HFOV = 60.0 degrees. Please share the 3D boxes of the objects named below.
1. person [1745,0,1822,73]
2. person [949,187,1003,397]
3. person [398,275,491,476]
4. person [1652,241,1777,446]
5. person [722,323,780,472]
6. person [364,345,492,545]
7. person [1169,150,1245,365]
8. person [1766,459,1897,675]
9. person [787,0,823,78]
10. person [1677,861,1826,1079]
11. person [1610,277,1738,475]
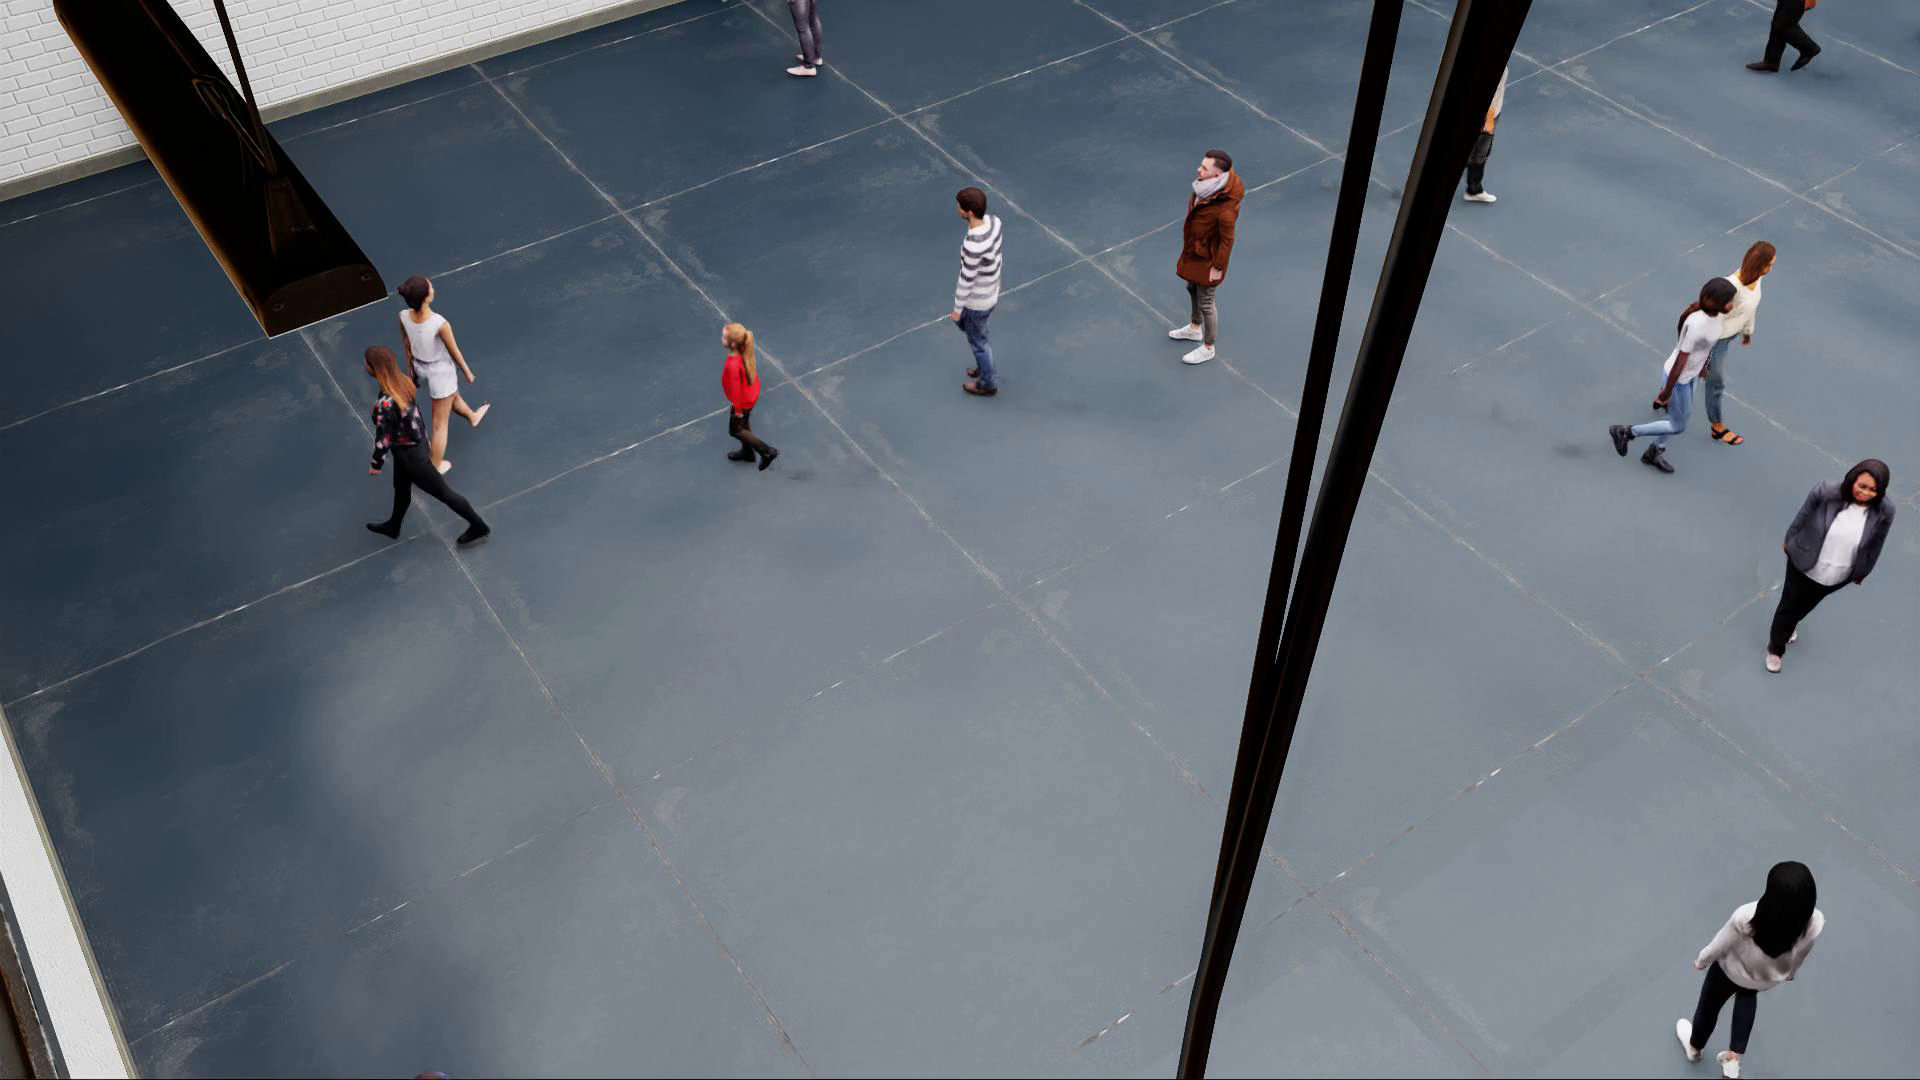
[{"bbox_3d":[8.362,-5.473,16.333,1.033,1.905,0.961,4,44,4],"label":"person"},{"bbox_3d":[0.241,-1.830,12.565,0.860,1.829,0.780,15,46,15],"label":"person"},{"bbox_3d":[-3.828,-1.148,12.041,0.930,1.564,1.145,17,46,17],"label":"person"},{"bbox_3d":[5.564,-1.559,12.406,0.821,1.655,0.953,34,53,30],"label":"person"},{"bbox_3d":[-1.538,-1.034,12.134,0.755,1.271,0.696,7,44,7],"label":"person"},{"bbox_3d":[-3.665,-0.589,11.407,1.182,1.628,0.950,-5,44,-5],"label":"person"},{"bbox_3d":[1.927,-2.223,12.971,0.827,1.837,0.814,-9,44,-10],"label":"person"},{"bbox_3d":[5.592,0.078,10.747,0.982,1.573,1.068,12,45,12],"label":"person"},{"bbox_3d":[-1.557,-5.472,16.392,0.847,1.822,0.748,14,45,14],"label":"person"},{"bbox_3d":[4.005,2.229,8.401,0.774,1.695,0.846,1,44,1],"label":"person"},{"bbox_3d":[5.123,-1.202,11.994,0.793,1.707,0.773,27,50,25],"label":"person"}]
